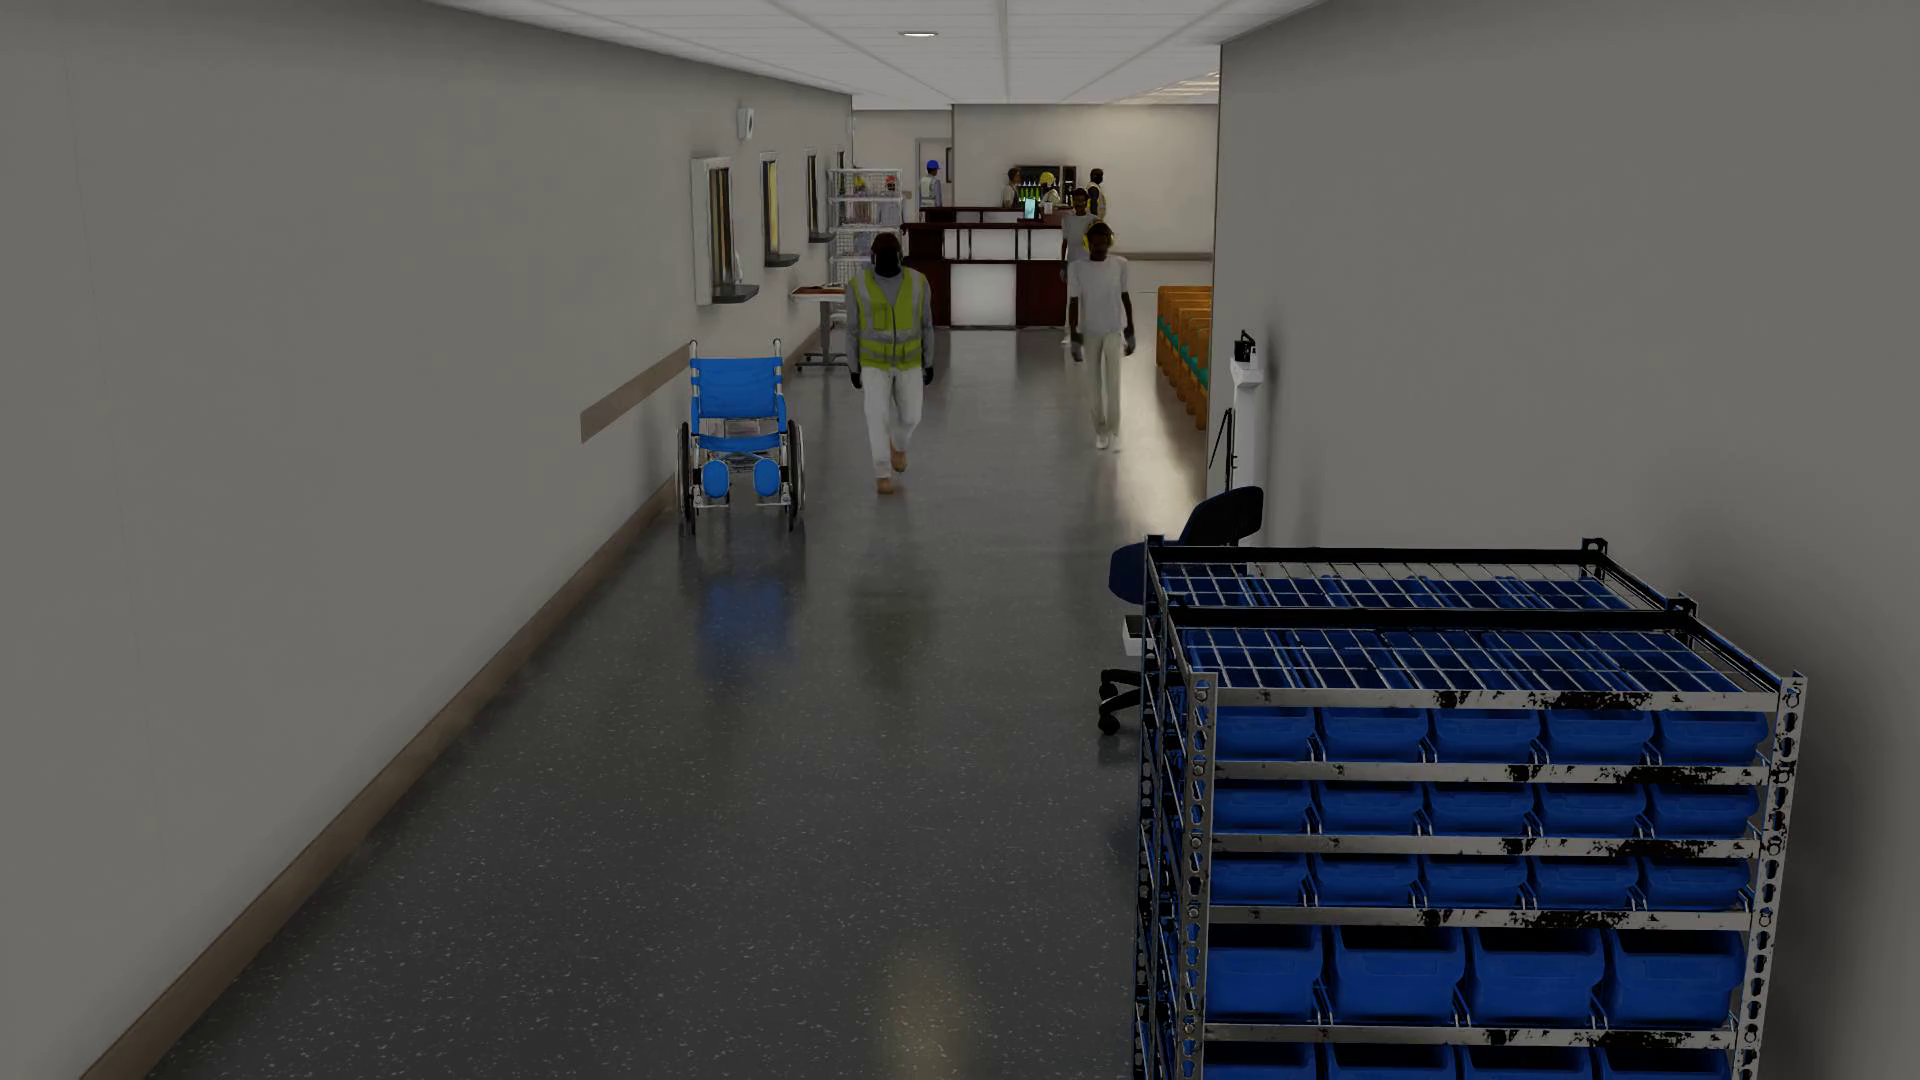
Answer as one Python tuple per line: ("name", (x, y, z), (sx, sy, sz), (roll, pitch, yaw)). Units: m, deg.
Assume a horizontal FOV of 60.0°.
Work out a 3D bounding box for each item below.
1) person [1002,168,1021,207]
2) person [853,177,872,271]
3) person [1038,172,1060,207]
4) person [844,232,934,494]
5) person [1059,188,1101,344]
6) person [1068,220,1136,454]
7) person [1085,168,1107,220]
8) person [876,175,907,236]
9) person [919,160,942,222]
("person", (0.995, -5.977, 30.911), (0.451, 1.830, 0.531), (3, 14, 11))
("person", (-1.697, -5.247, 28.131), (0.369, 1.755, 0.525), (2, 14, 6))
("person", (1.496, -5.331, 28.305), (0.403, 1.827, 0.588), (-1, 14, -3))
("person", (-0.507, -1.265, 11.800), (0.637, 1.831, 0.566), (-3, 14, -11))
("person", (1.433, -3.243, 19.778), (0.505, 1.861, 0.330), (5, 15, 18))
("person", (1.121, -1.595, 13.124), (0.546, 1.830, 0.667), (1, 14, 2))
("person", (2.481, -5.905, 30.615), (0.430, 1.841, 0.624), (1, 14, 4))
("person", (-1.219, -5.607, 29.600), (0.563, 1.742, 0.361), (0, 14, -1))
("person", (-0.566, -6.567, 33.072), (0.396, 1.943, 0.618), (-11, 18, -39))
